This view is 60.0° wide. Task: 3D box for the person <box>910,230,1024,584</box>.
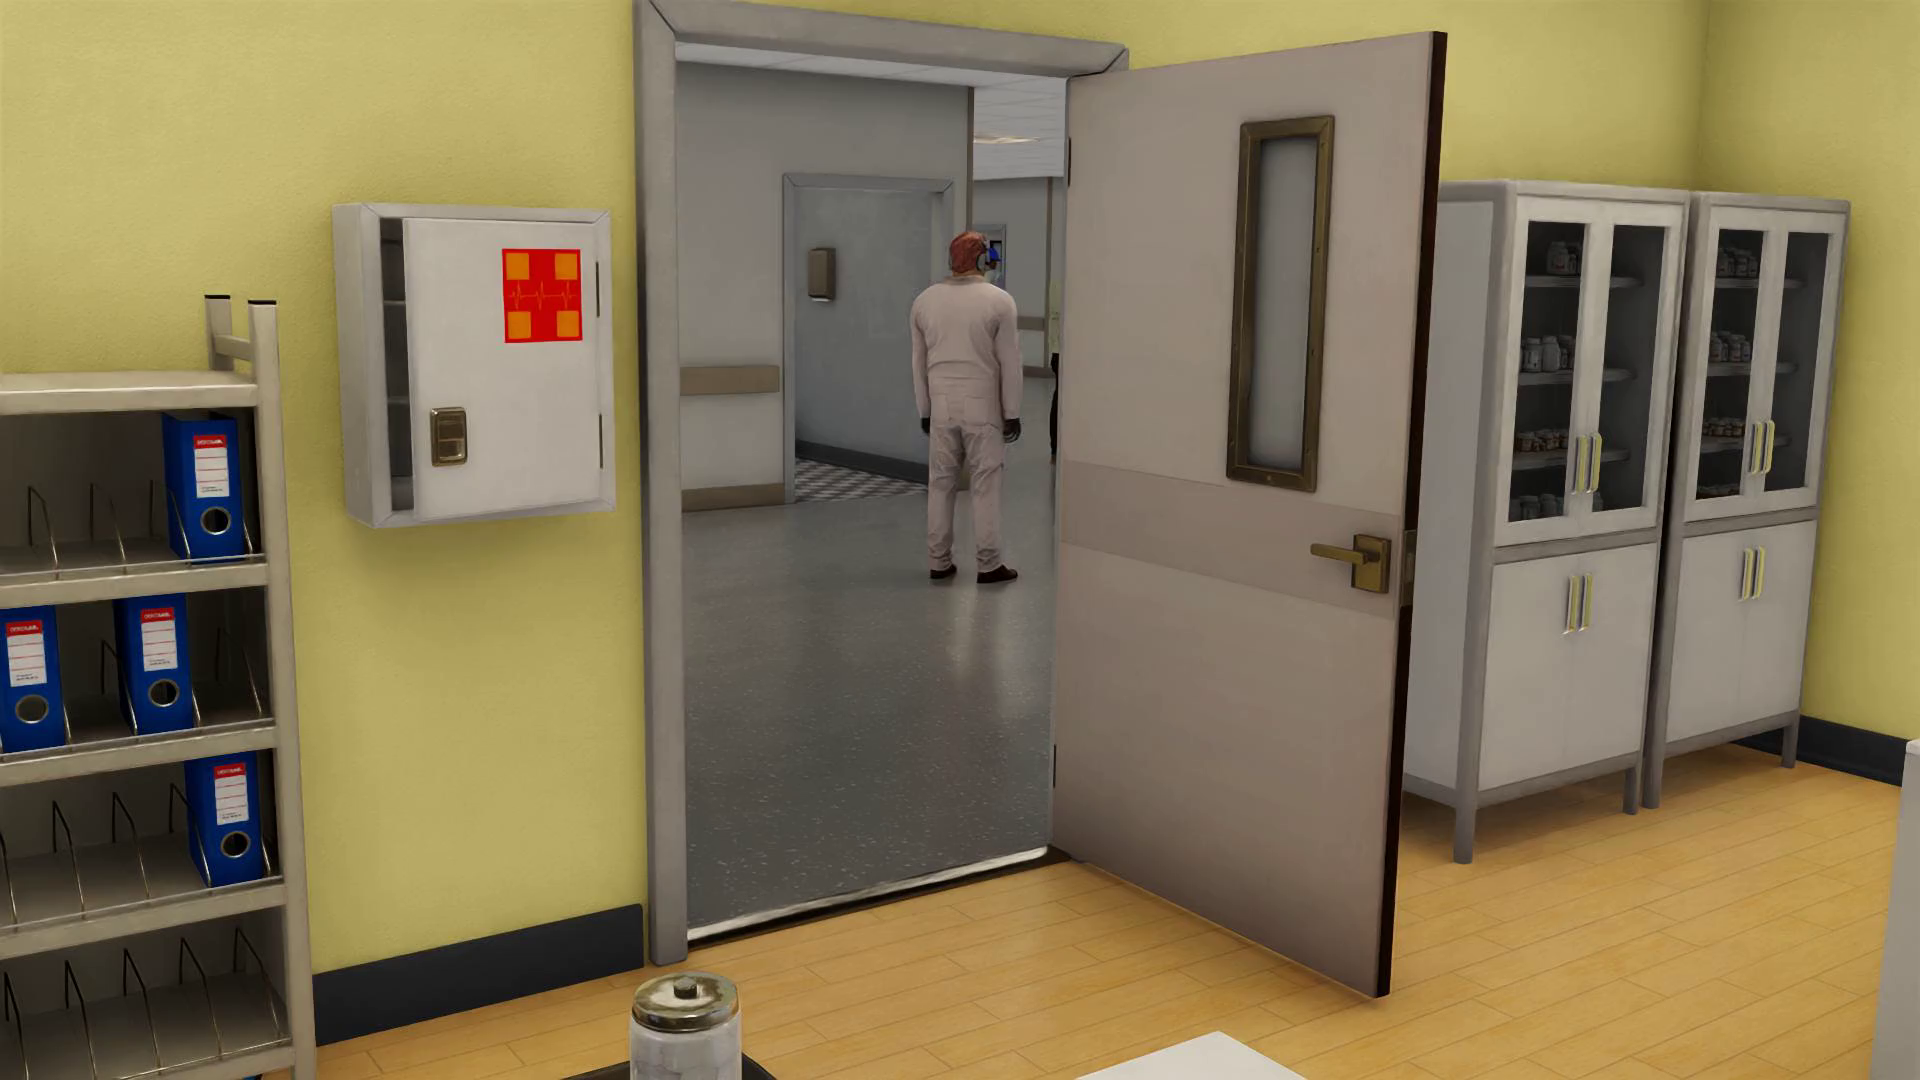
[{"bbox_3d":[0.055,-0.713,9.055,0.653,1.909,0.405,5,11,25],"label":"person"}]
